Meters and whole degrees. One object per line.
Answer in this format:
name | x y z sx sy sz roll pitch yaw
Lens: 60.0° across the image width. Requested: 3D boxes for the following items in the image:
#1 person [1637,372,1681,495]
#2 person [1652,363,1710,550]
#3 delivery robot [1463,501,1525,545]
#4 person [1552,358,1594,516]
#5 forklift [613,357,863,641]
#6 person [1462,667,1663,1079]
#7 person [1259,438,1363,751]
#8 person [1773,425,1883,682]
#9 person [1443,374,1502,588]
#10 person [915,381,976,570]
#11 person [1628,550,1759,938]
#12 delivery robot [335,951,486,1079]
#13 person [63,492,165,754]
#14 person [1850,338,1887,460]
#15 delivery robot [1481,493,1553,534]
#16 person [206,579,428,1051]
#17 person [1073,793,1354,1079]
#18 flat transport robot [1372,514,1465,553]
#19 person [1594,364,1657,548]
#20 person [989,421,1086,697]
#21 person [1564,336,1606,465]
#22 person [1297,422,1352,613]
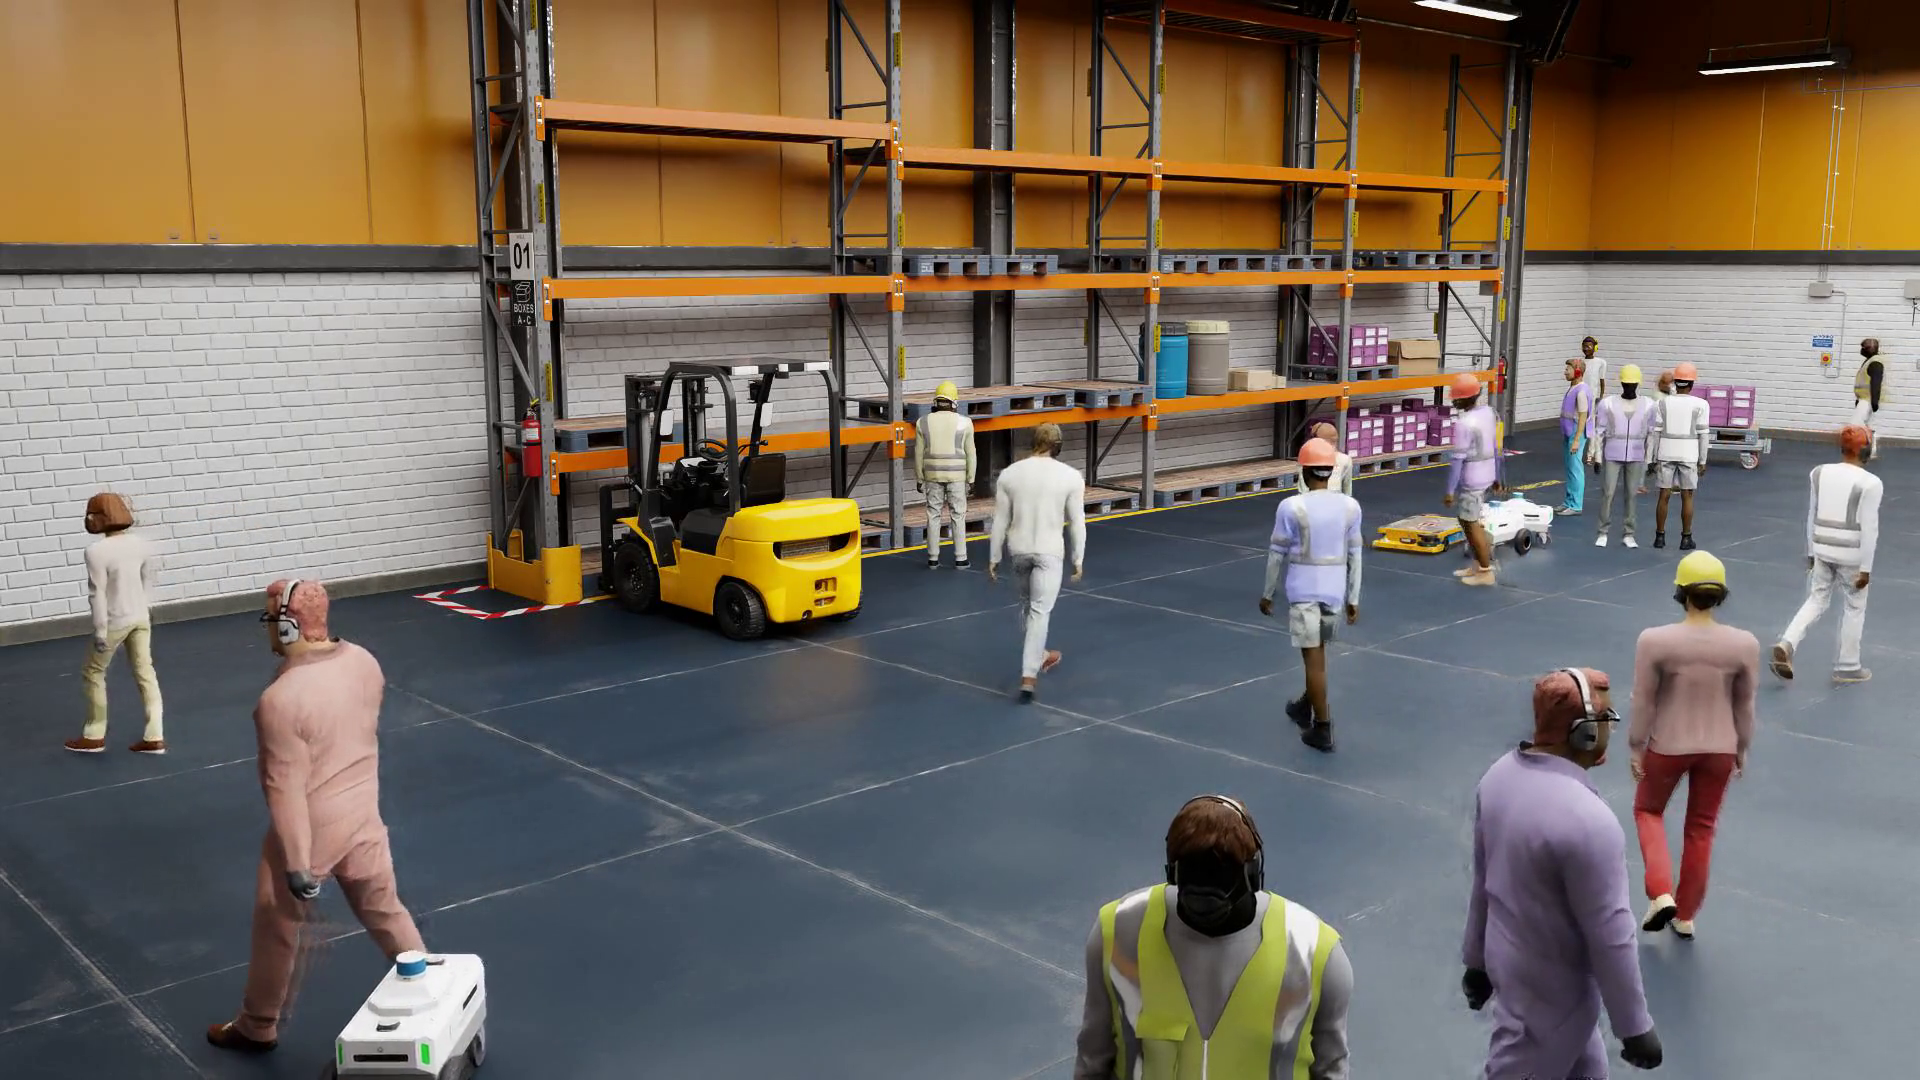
person | 8.937 -1.343 21.088 0.548 1.576 0.740 -9 13 -42
person | 7.454 -0.865 17.241 0.552 1.937 0.356 6 11 31
delivery robot | 5.408 -0.153 16.844 0.707 0.478 0.477 -9 13 -42
person | 7.201 -1.200 19.471 0.387 1.846 0.566 1 10 8
forklift | -1.847 -0.414 13.852 1.214 2.155 2.313 -9 13 -42
person | 1.713 1.289 4.894 1.000 1.862 0.641 0 10 0
person | 2.173 0.309 10.459 0.557 1.896 0.893 -3 10 -16
person | 6.160 0.114 11.735 0.770 1.864 0.577 -5 11 -25
person | 4.664 -0.533 15.164 0.522 1.978 0.699 7 12 36
person | -0.136 -0.621 16.122 0.598 1.830 0.403 1 10 8
person | 3.219 0.919 7.337 0.531 1.755 0.408 2 10 11
delivery robot | -1.947 1.711 5.934 0.477 0.478 0.707 0 10 0
person | -5.193 0.512 10.120 0.713 1.606 0.533 3 10 15
person | 13.491 -2.082 24.719 0.461 1.828 0.645 5 11 26
delivery robot | 5.840 -0.254 17.436 0.707 0.478 0.477 3 10 15
person | -2.386 1.053 6.248 0.985 1.867 0.636 3 10 20
person | 0.568 1.473 3.837 0.635 1.842 0.429 2 10 13
flat transport robot | 4.943 -0.081 17.527 0.652 0.197 1.431 7 12 36
person | 6.914 -0.869 17.306 0.593 1.922 0.387 2 10 13
person | 0.530 0.123 11.656 0.671 1.883 1.042 4 10 22
person | 9.142 -2.037 24.304 0.512 1.872 0.328 7 12 37
person | 3.075 -0.176 14.088 0.524 1.636 0.308 -3 10 -17
